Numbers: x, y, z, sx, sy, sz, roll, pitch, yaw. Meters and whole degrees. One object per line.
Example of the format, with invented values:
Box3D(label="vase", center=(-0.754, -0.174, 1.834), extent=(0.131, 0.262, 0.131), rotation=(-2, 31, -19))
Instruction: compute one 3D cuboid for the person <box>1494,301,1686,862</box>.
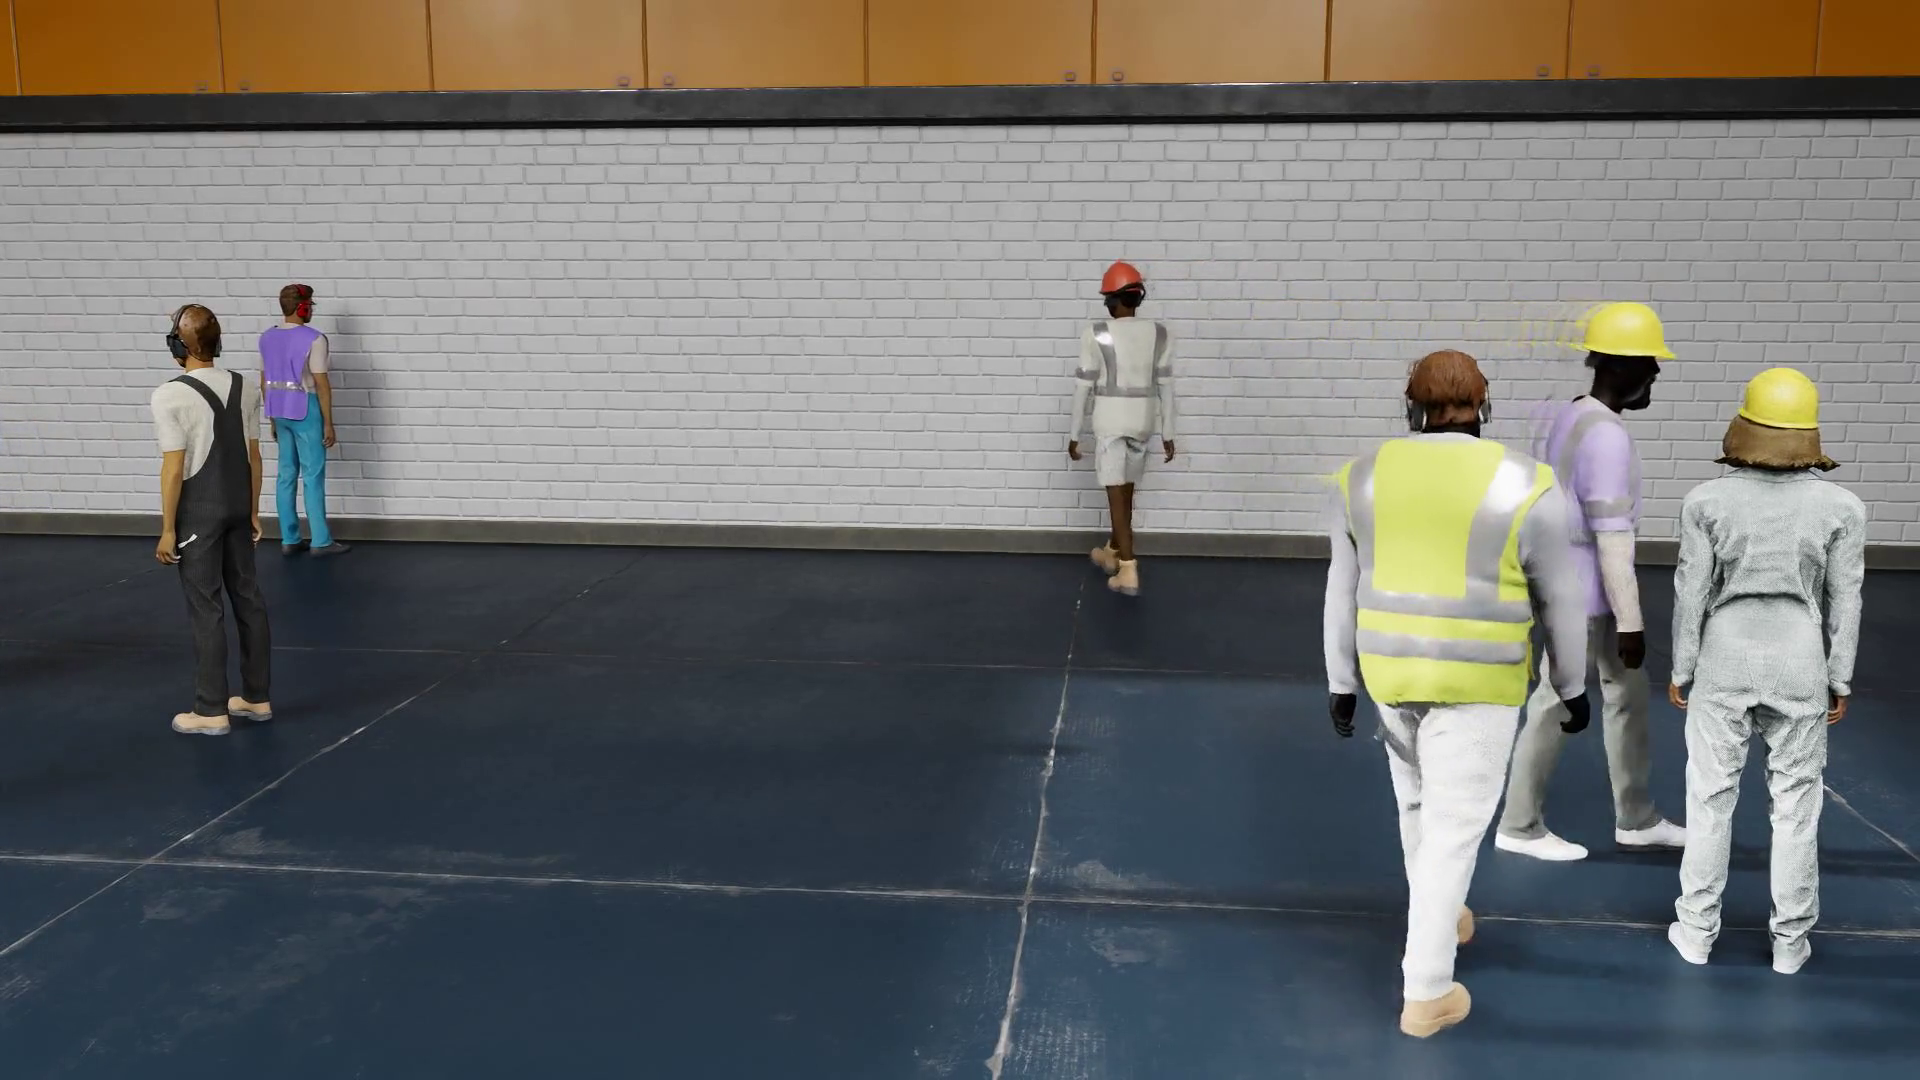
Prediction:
Box3D(label="person", center=(2.217, 0.170, 5.523), extent=(0.828, 1.896, 0.623), rotation=(2, 10, 14))

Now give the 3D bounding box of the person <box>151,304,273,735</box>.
Box3D(label="person", center=(-3.225, -0.085, 7.159), extent=(0.345, 1.846, 0.508), rotation=(5, 11, 26))

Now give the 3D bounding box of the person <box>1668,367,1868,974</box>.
Box3D(label="person", center=(2.301, 0.379, 4.787), extent=(0.493, 1.746, 0.283), rotation=(4, 11, 19))

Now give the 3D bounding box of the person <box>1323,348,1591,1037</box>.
Box3D(label="person", center=(1.389, 0.382, 4.592), extent=(0.642, 1.798, 0.863), rotation=(8, 13, 40))

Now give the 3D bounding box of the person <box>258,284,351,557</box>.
Box3D(label="person", center=(-4.488, -0.804, 11.270), extent=(0.564, 1.846, 0.391), rotation=(4, 11, 24))

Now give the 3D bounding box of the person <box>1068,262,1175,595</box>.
Box3D(label="person", center=(0.969, -0.705, 10.302), extent=(0.631, 1.994, 0.955), rotation=(-4, 11, -20))
